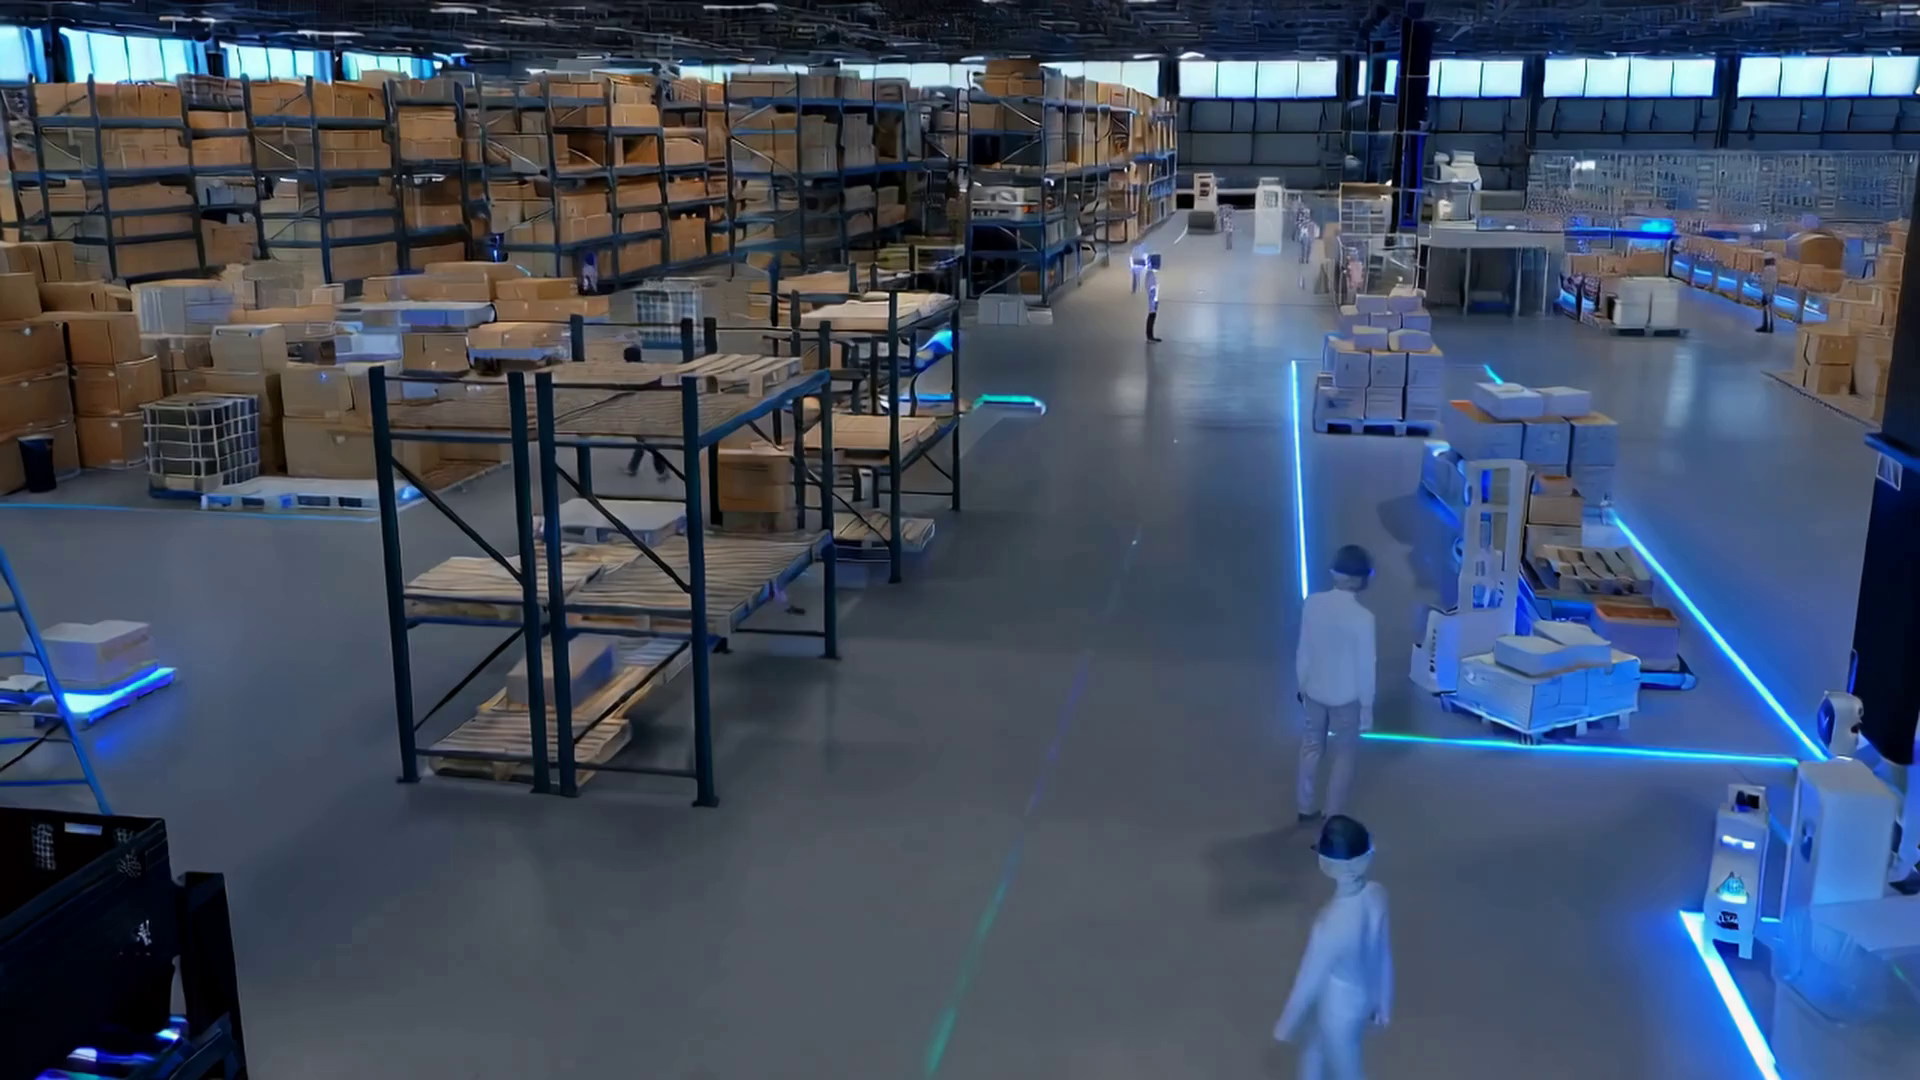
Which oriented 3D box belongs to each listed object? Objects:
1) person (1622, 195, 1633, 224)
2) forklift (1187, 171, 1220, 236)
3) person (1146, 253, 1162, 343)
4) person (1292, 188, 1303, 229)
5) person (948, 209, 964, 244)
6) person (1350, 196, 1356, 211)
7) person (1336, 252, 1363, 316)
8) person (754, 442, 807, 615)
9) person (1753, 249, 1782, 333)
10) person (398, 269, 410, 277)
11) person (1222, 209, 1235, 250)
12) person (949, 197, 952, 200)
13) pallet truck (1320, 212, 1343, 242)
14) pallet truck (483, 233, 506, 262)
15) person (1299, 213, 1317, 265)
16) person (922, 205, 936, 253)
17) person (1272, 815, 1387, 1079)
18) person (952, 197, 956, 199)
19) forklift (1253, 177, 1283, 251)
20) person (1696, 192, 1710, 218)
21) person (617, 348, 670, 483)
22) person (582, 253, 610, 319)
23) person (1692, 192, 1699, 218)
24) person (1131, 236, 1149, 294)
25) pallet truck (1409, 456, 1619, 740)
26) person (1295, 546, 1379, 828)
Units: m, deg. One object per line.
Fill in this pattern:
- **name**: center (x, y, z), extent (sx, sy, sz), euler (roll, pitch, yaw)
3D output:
- **person**: center (29.045, -14.116, 72.606), extent (0.960, 1.855, 0.673), euler (9, 16, 32)
- **forklift**: center (10.912, -15.032, 74.235), extent (1.129, 2.768, 1.873), euler (5, 15, 20)
- **person**: center (4.302, -5.375, 36.908), extent (0.363, 1.965, 0.610), euler (0, 14, -1)
- **person**: center (16.142, -15.863, 79.529), extent (0.613, 1.944, 0.406), euler (-8, 16, -28)
- **person**: center (-0.104, -10.693, 58.576), extent (0.654, 1.925, 0.515), euler (-13, 19, -42)
- **person**: center (20.639, -17.749, 87.605), extent (0.484, 1.744, 0.296), euler (-6, 15, -22)
- **person**: center (9.871, -6.432, 41.841), extent (0.532, 1.654, 0.873), euler (-10, 17, -34)
- **person**: center (-1.931, -0.111, 16.061), extent (0.805, 1.717, 0.493), euler (1, 14, 2)
- **person**: center (18.762, -5.781, 38.620), extent (0.376, 1.932, 0.551), euler (-2, 14, -9)
- **person**: center (-11.045, -4.438, 33.206), extent (0.664, 1.913, 0.548), euler (1, 14, 5)
- **person**: center (10.527, -12.193, 65.342), extent (0.508, 1.597, 0.810), euler (5, 15, 20)
- **person**: center (-0.486, -19.069, 92.825), extent (0.638, 1.817, 0.427), euler (-5, 15, -19)
- **pallet truck**: center (15.874, -13.227, 70.310), extent (0.680, 1.201, 1.601), euler (10, 17, 35)
- **pallet truck**: center (-11.832, -7.026, 43.548), extent (1.885, 1.965, 0.823), euler (8, 16, 28)
- **person**: center (12.136, -10.485, 57.974), extent (0.594, 1.817, 0.431), euler (2, 14, 10)
- **person**: center (-1.293, -11.743, 62.982), extent (0.950, 1.867, 0.646), euler (11, 18, 38)
- **person**: center (1.578, 2.032, 7.328), extent (0.845, 1.733, 0.528), euler (10, 17, 35)
- **person**: center (-0.133, -16.911, 83.855), extent (0.546, 1.922, 0.654), euler (3, 14, 12)
- **forklift**: center (12.083, -12.747, 64.956), extent (1.129, 2.768, 1.873), euler (3, 14, 10)
- **person**: center (34.684, -15.420, 77.669), extent (0.620, 1.978, 0.673), euler (2, 14, 8)
- **person**: center (-4.218, -1.672, 22.250), extent (0.993, 1.789, 0.560), euler (8, 16, 30)
- **person**: center (-9.207, -6.274, 41.201), extent (0.875, 1.656, 0.534), euler (2, 14, 8)
- **person**: center (35.421, -15.908, 79.935), extent (0.563, 1.839, 0.394), euler (-4, 15, -18)
- **person**: center (5.188, -7.869, 47.646), extent (0.588, 1.664, 0.617), euler (-6, 15, -22)
- **pallet truck**: center (4.504, 0.400, 13.395), extent (0.823, 1.965, 1.885), euler (-6, 15, -23)
- **person**: center (2.481, 1.006, 11.025), extent (0.495, 1.977, 0.694), euler (-10, 17, -35)
